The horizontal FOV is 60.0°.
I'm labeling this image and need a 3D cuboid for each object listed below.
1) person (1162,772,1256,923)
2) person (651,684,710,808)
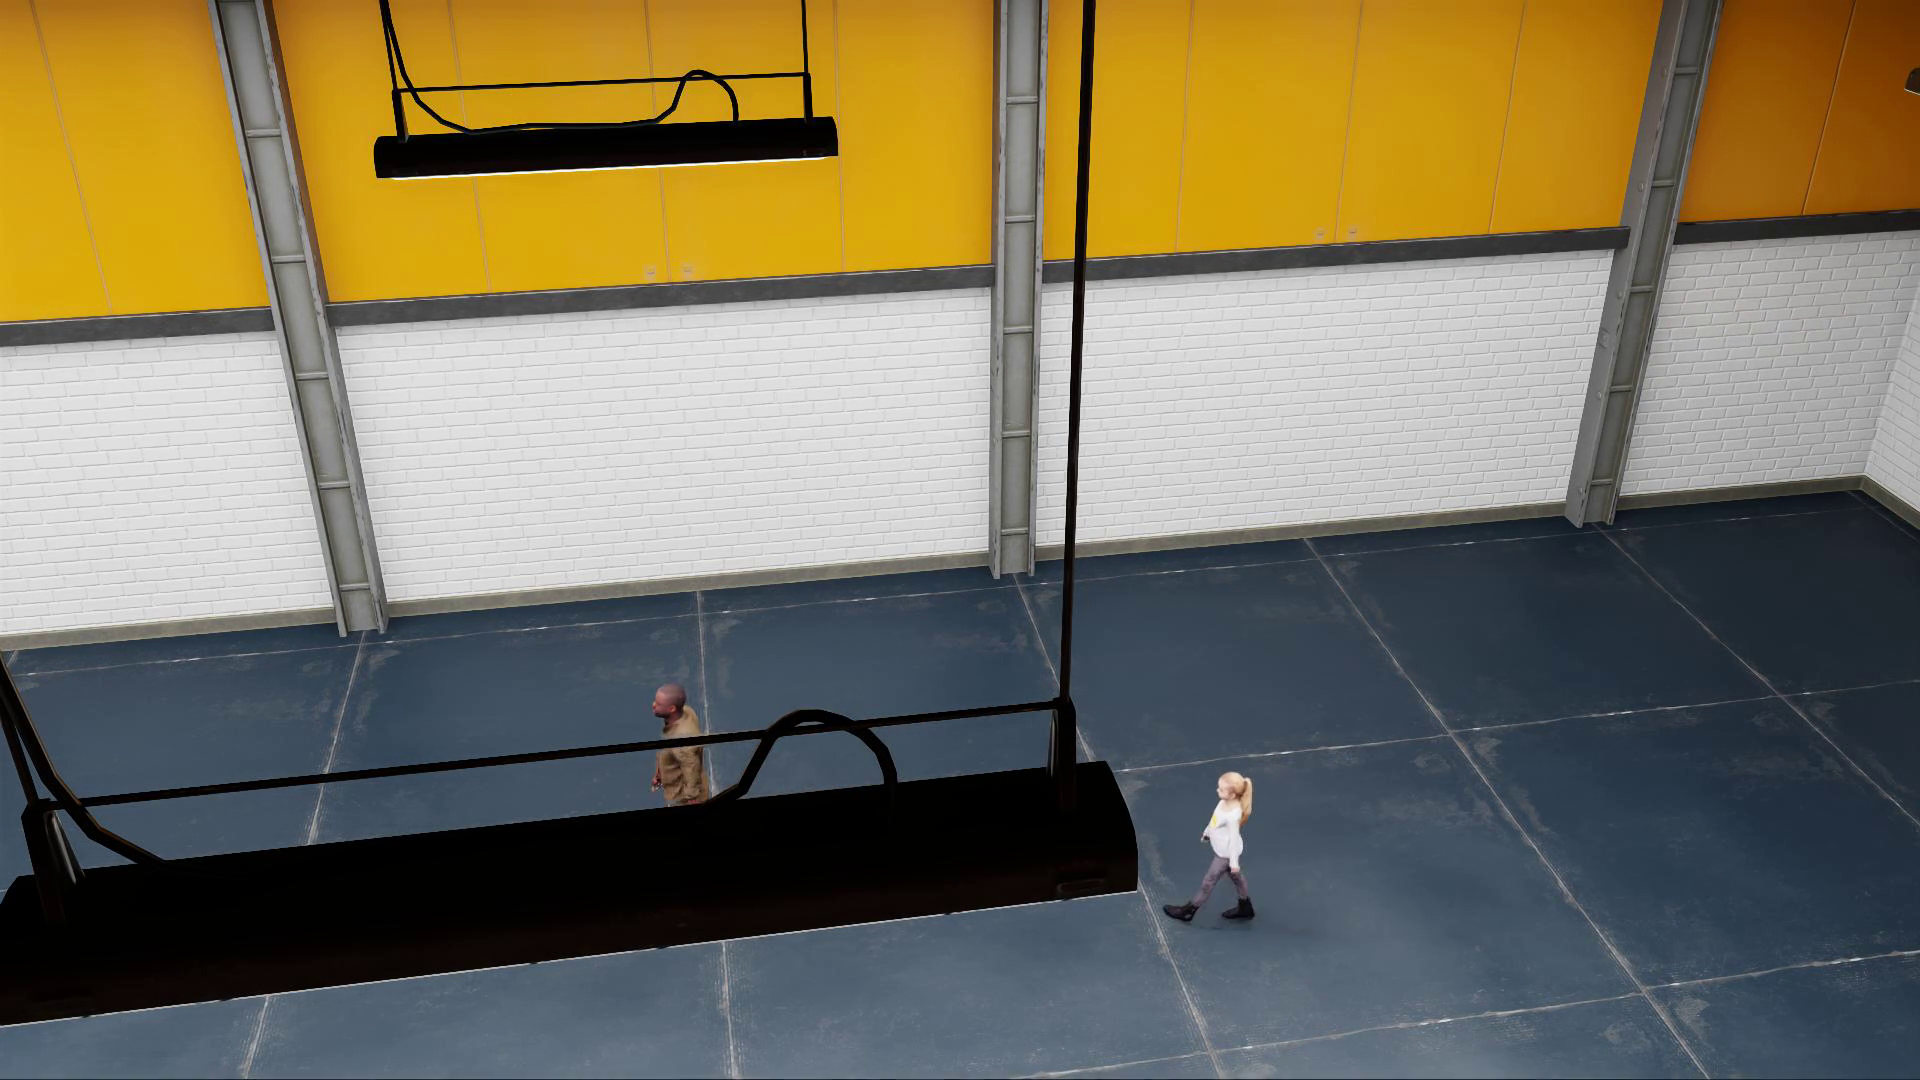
[{"bbox_3d":[1.890,2.119,11.366,0.917,1.252,0.659,4,29,7],"label":"person"},{"bbox_3d":[-1.830,1.748,11.465,0.689,1.807,0.722,-4,29,-8],"label":"person"}]
